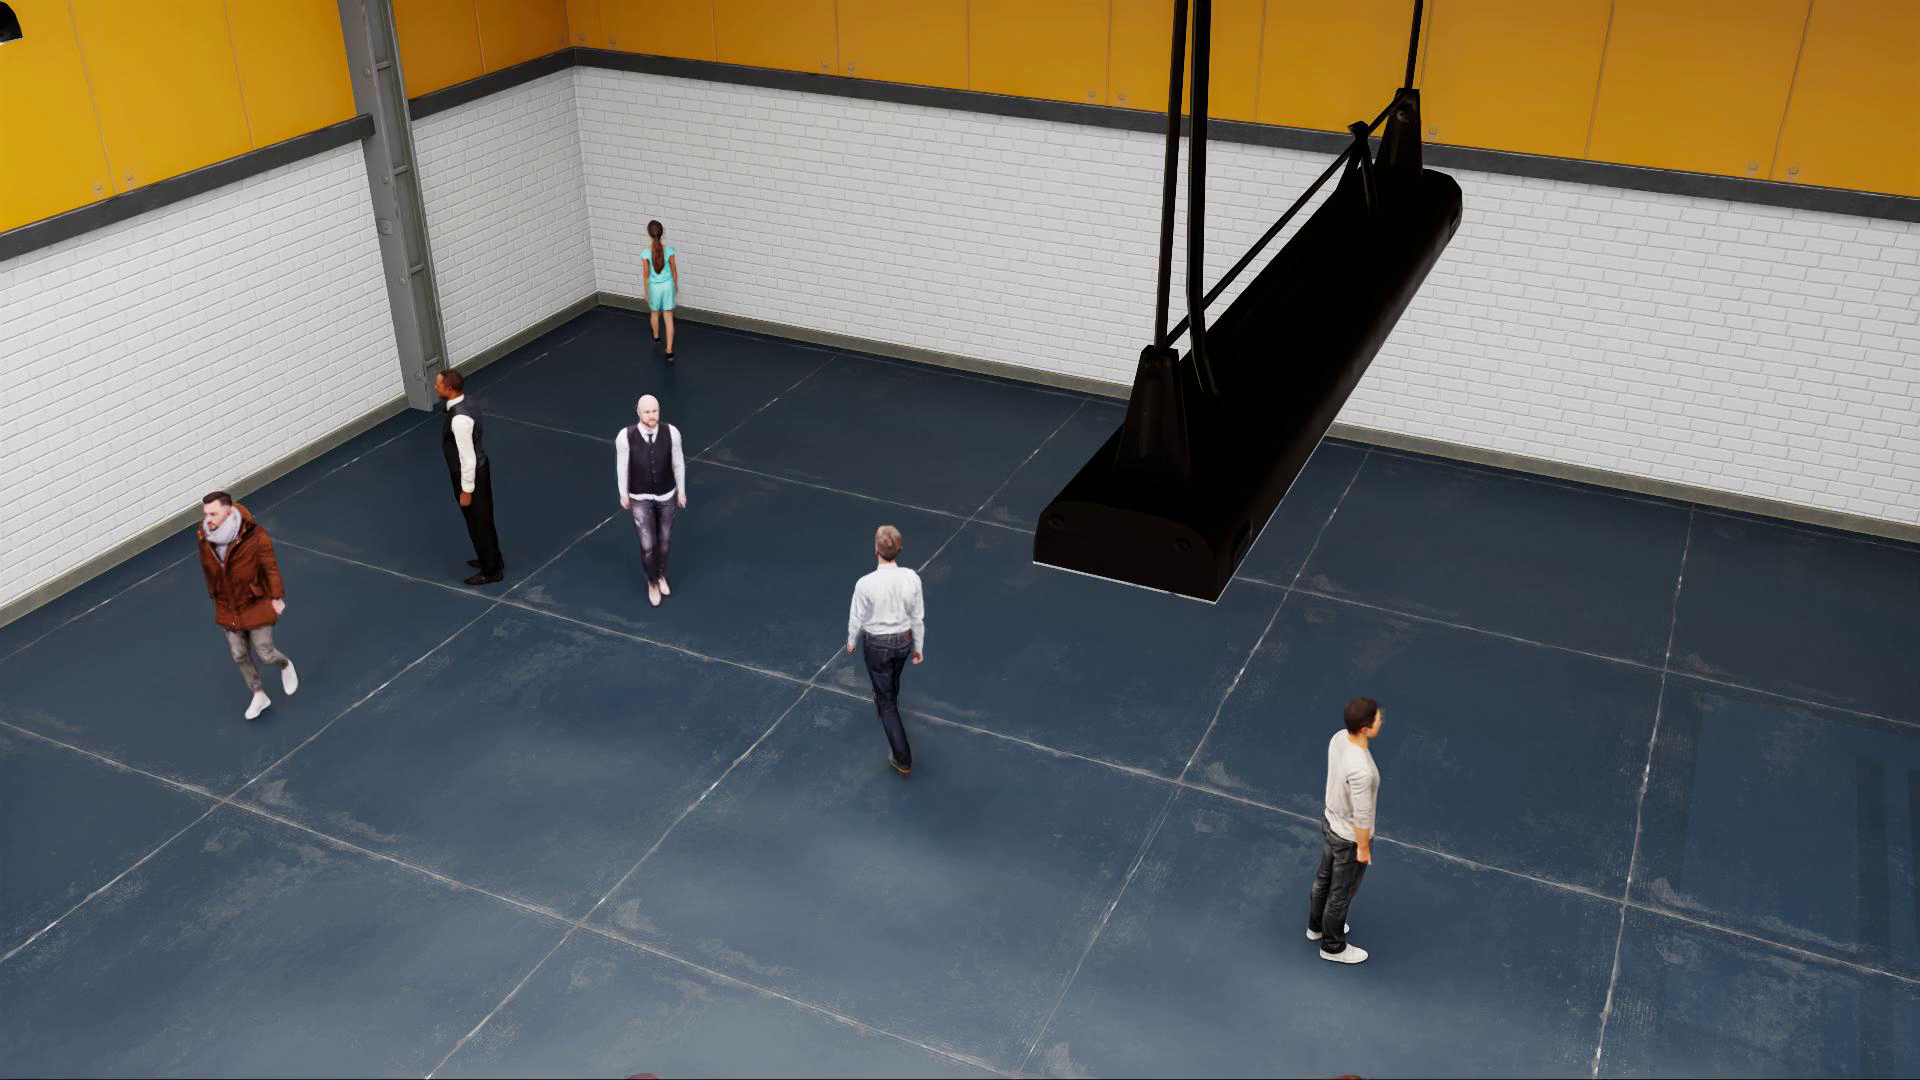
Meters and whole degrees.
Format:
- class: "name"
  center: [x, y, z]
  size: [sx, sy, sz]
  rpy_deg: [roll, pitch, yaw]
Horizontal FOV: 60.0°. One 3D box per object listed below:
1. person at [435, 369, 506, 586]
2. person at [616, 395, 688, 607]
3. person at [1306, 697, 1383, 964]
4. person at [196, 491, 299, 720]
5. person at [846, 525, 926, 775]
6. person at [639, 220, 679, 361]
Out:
- class: "person"
  center: [-4.081, -0.536, 13.881]
  size: [0.845, 1.917, 0.729]
  rpy_deg: [-4, 29, -7]
- class: "person"
  center: [-2.549, -0.383, 13.714]
  size: [0.855, 1.808, 0.919]
  rpy_deg: [-11, 31, -20]
- class: "person"
  center: [2.287, 1.707, 9.878]
  size: [0.791, 1.812, 0.680]
  rpy_deg: [-4, 29, -7]
- class: "person"
  center: [-5.206, 0.439, 12.195]
  size: [0.860, 1.818, 0.930]
  rpy_deg: [1, 29, 3]
- class: "person"
  center: [-0.483, 0.794, 11.598]
  size: [1.199, 1.767, 1.204]
  rpy_deg: [-12, 31, -21]
- class: "person"
  center: [-3.277, -2.727, 18.302]
  size: [0.930, 1.529, 1.022]
  rpy_deg: [-8, 30, -14]
